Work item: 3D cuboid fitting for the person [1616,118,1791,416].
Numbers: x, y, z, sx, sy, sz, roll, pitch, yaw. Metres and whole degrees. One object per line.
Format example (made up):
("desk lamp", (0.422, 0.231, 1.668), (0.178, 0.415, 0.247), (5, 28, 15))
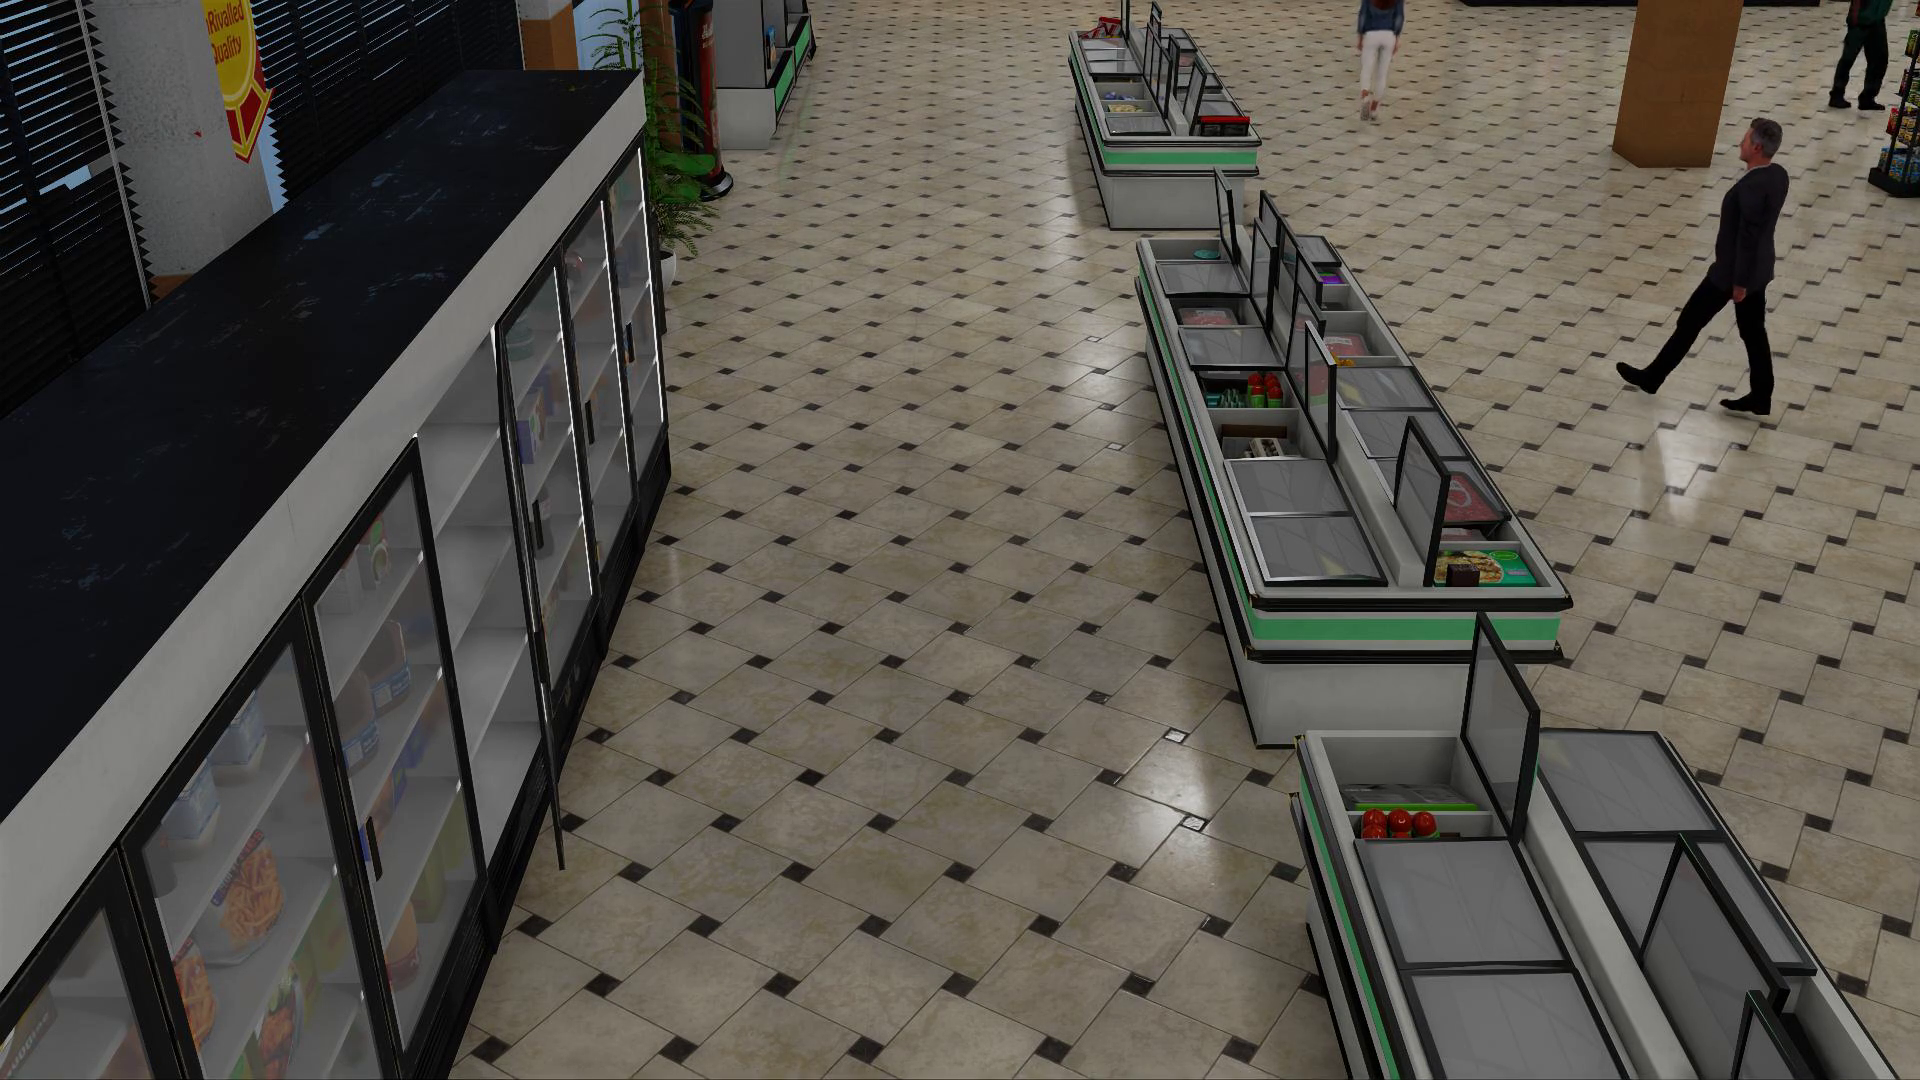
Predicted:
("person", (4.798, -1.601, 10.063), (1.269, 1.800, 1.223), (23, 35, 37))

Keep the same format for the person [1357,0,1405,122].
("person", (4.335, -5.158, 17.203), (0.748, 1.685, 0.996), (6, 27, 12))

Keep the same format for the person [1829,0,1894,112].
("person", (9.622, -5.525, 17.781), (0.874, 1.817, 0.986), (-8, 28, -16))
